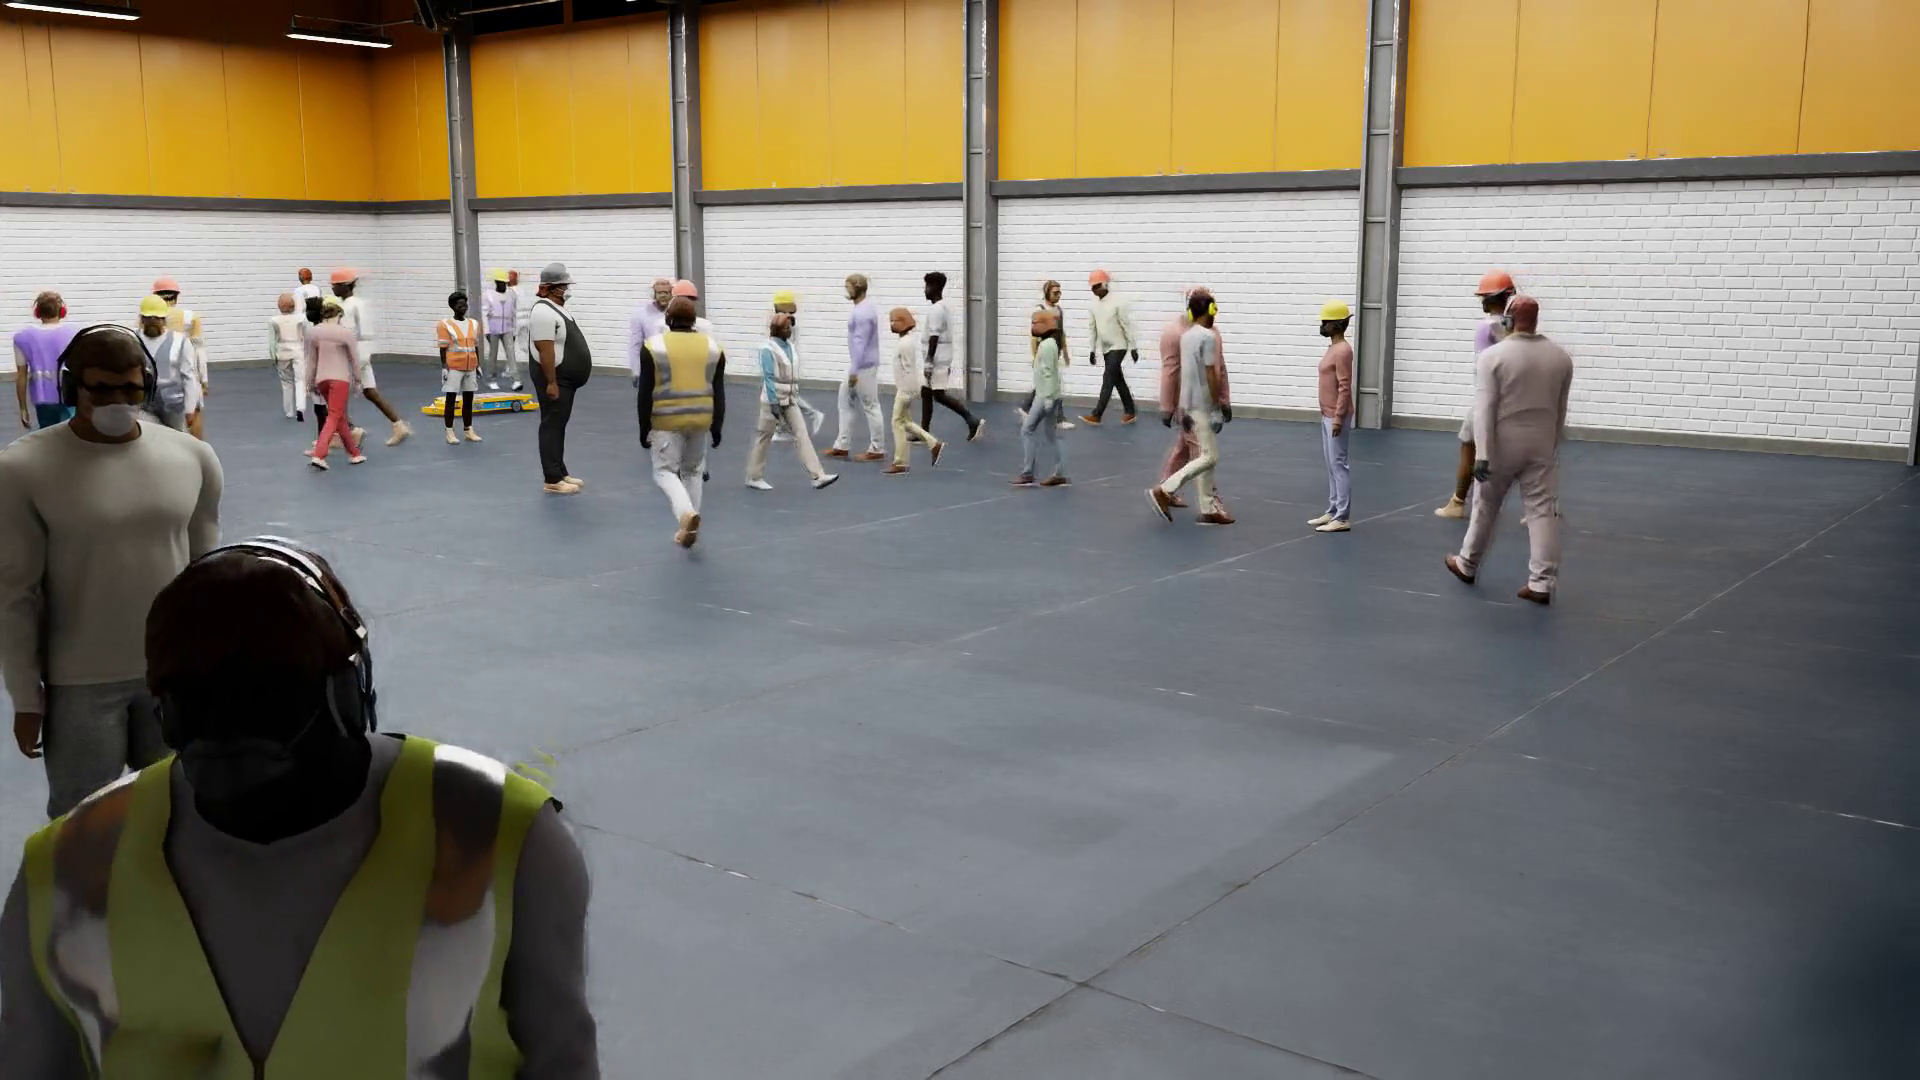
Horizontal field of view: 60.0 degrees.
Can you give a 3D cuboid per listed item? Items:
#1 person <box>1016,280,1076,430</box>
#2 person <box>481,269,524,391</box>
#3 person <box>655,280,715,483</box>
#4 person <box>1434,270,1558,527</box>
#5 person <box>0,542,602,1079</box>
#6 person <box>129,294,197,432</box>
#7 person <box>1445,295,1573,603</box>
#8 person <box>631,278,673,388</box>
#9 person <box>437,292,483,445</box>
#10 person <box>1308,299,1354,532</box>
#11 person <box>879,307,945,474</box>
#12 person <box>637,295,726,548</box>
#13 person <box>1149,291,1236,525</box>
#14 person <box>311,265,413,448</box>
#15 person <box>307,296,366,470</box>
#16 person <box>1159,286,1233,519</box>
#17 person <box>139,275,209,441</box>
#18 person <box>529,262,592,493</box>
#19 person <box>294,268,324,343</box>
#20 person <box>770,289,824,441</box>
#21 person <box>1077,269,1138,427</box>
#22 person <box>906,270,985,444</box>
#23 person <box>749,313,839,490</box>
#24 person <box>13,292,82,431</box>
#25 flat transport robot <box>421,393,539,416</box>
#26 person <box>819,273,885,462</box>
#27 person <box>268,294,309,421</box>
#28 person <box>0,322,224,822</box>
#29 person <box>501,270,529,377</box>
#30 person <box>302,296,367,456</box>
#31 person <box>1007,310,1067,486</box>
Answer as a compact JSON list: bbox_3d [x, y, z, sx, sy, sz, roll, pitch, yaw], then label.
[{"bbox_3d":[1.033,-2.260,20.254,0.914,1.809,0.566,8,13,39],"label":"person"},{"bbox_3d":[-7.110,-3.250,25.806,0.600,1.877,0.960,-7,12,-34],"label":"person"},{"bbox_3d":[-2.475,-1.386,15.006,0.559,1.898,0.959,2,10,13],"label":"person"},{"bbox_3d":[4.224,-1.097,12.951,0.624,2.007,1.042,-7,12,-34],"label":"person"},{"bbox_3d":[-0.727,0.913,1.776,0.662,1.801,0.904,-1,10,-4],"label":"person"},{"bbox_3d":[-6.566,-1.107,13.602,0.599,1.774,0.948,-2,10,-13],"label":"person"},{"bbox_3d":[3.419,-0.580,10.308,0.673,1.851,0.981,-2,10,-11],"label":"person"},{"bbox_3d":[-3.105,-1.794,17.357,0.644,1.876,0.936,-2,10,-13],"label":"person"},{"bbox_3d":[-5.579,-1.920,18.581,0.321,1.696,0.537,8,13,39],"label":"person"},{"bbox_3d":[2.841,-0.945,12.704,0.318,1.767,0.534,1,10,3],"label":"person"},{"bbox_3d":[-0.472,-1.429,15.944,0.547,1.609,0.509,0,10,0],"label":"person"},{"bbox_3d":[-1.957,-0.821,11.817,0.636,1.819,0.675,-5,11,-28],"label":"person"},{"bbox_3d":[1.812,-1.011,12.888,0.637,1.832,0.578,-2,10,-13],"label":"person"},{"bbox_3d":[-6.536,-1.984,18.102,1.029,2.004,0.621,0,10,0],"label":"person"},{"bbox_3d":[-6.206,-1.552,16.431,0.541,1.701,0.897,3,10,17],"label":"person"},{"bbox_3d":[1.915,-1.122,13.581,0.657,1.881,0.946,-9,13,-43],"label":"person"},{"bbox_3d":[-7.446,-1.551,15.811,0.567,1.904,0.649,-4,10,-20],"label":"person"},{"bbox_3d":[-3.555,-1.448,14.837,0.536,2.000,0.678,-1,10,-3],"label":"person"},{"bbox_3d":[-10.893,-3.609,27.871,0.342,1.881,0.579,4,11,24],"label":"person"},{"bbox_3d":[-1.909,-1.971,18.779,0.641,1.727,0.493,-1,10,-5],"label":"person"},{"bbox_3d":[1.864,-2.364,20.502,1.046,1.920,0.659,-6,12,-32],"label":"person"},{"bbox_3d":[-0.187,-2.009,18.406,0.859,1.943,0.610,0,10,2],"label":"person"},{"bbox_3d":[-1.532,-1.214,14.788,0.884,1.584,0.525,6,11,32],"label":"person"},{"bbox_3d":[-7.282,-1.097,13.484,0.579,1.797,0.939,-3,10,-17],"label":"person"},{"bbox_3d":[-6.367,-1.821,22.149,0.652,0.197,1.431,8,12,37],"label":"flat transport robot"},{"bbox_3d":[-1.130,-1.729,16.825,0.803,1.914,0.655,-1,10,-7],"label":"person"},{"bbox_3d":[-8.527,-2.326,21.201,0.505,1.608,0.813,-3,10,-17],"label":"person"},{"bbox_3d":[-2.266,0.379,4.516,0.376,1.931,0.629,8,13,39],"label":"person"},{"bbox_3d":[-7.560,-3.730,28.682,0.797,1.856,0.608,3,10,18],"label":"person"},{"bbox_3d":[-6.543,-1.689,17.284,0.644,1.681,0.536,-1,10,-3],"label":"person"},{"bbox_3d":[0.685,-1.276,15.094,0.668,1.606,0.529,1,10,7],"label":"person"}]
